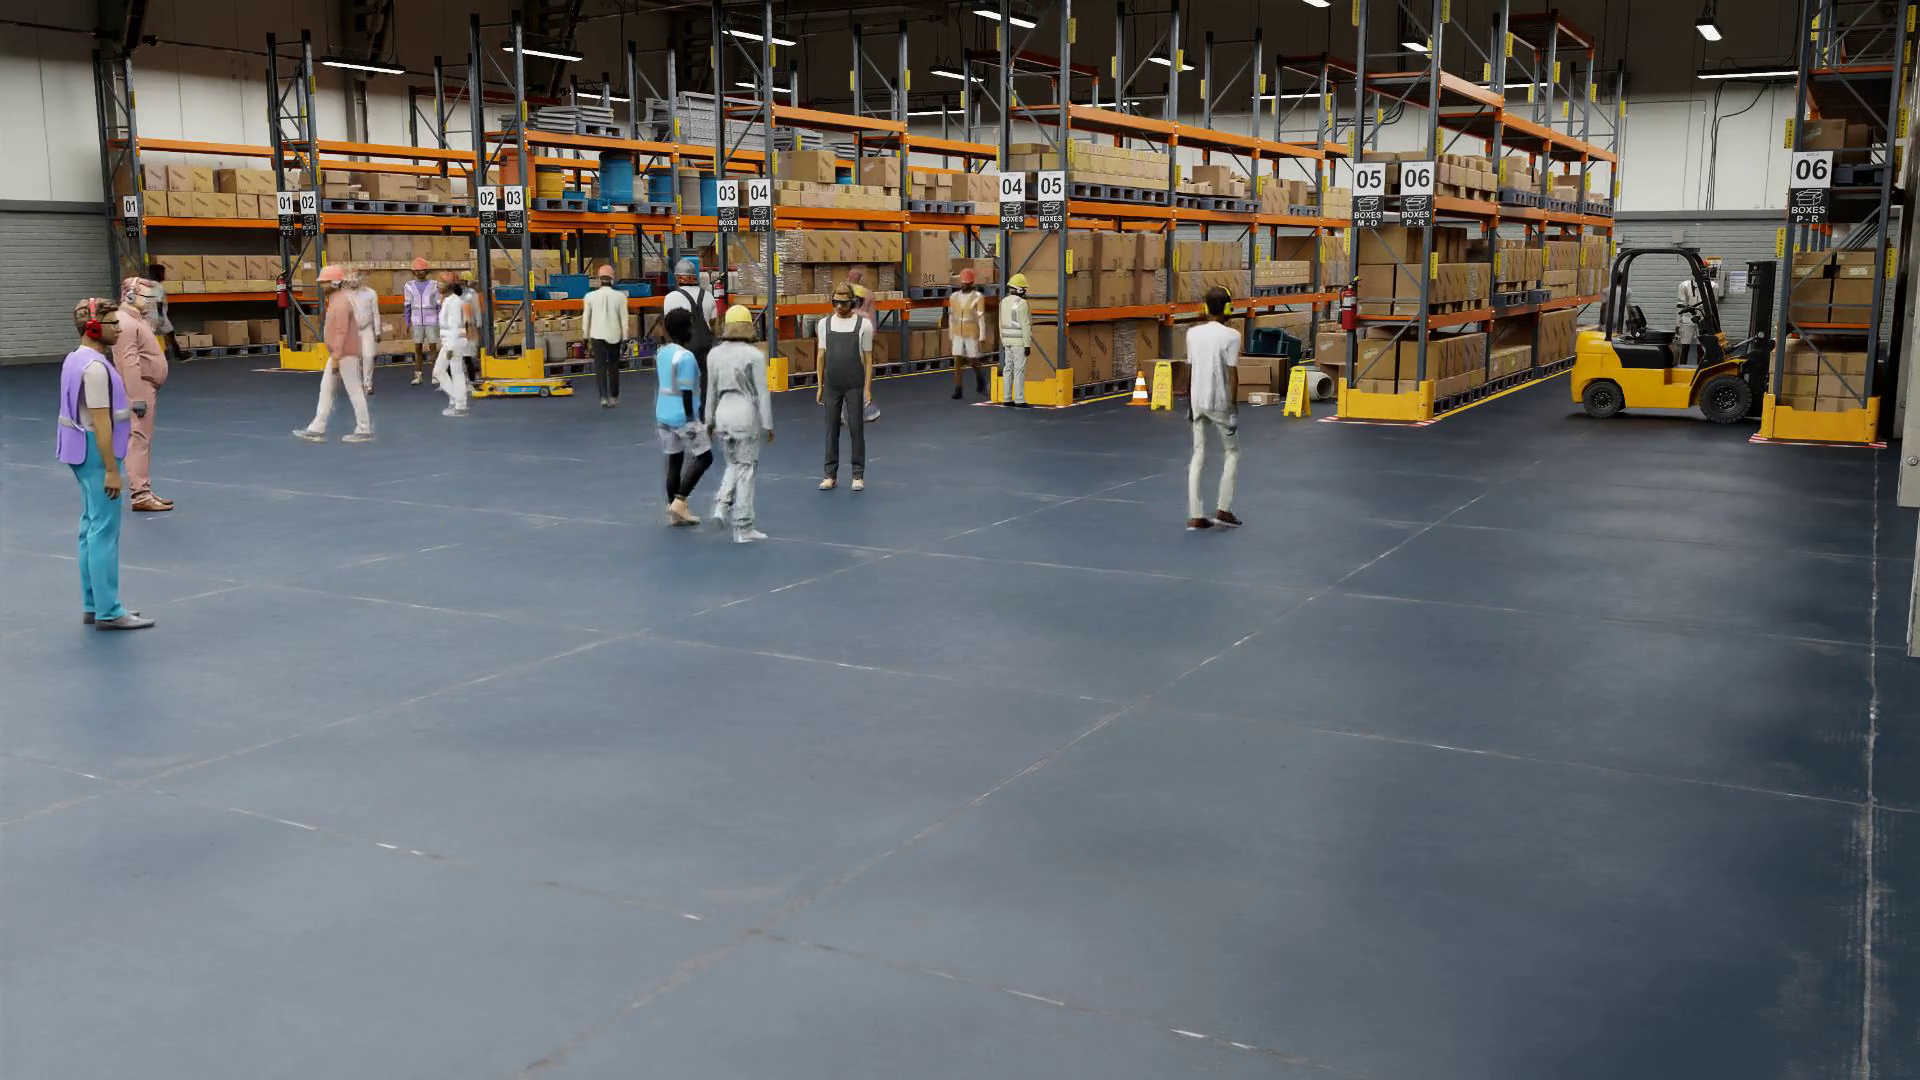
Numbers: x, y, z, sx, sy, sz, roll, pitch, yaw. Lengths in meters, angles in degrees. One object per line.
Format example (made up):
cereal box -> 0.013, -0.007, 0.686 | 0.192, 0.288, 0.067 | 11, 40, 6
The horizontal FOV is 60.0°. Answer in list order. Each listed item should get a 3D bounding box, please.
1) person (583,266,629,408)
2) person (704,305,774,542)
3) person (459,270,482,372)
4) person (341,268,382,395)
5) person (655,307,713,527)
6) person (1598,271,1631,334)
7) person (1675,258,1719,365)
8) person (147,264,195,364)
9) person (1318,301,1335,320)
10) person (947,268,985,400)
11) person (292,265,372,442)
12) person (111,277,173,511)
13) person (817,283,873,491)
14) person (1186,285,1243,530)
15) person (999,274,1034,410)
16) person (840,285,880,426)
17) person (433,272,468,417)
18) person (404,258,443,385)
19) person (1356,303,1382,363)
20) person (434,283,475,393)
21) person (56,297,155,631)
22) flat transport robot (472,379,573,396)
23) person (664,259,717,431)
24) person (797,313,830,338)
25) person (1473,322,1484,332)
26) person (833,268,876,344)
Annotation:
person -> -4.893, -2.805, 22.960 | 0.634, 1.947, 1.022 | -2, 10, -9
person -> -1.600, -0.845, 12.120 | 0.566, 1.714, 0.421 | 5, 11, 28
person -> -8.757, -3.864, 29.500 | 0.614, 1.819, 0.523 | 3, 10, 19
person -> -9.013, -3.104, 24.848 | 0.681, 1.885, 0.645 | -3, 10, -17
person -> -2.119, -0.926, 12.675 | 0.362, 1.687, 0.545 | -7, 12, -37
person -> 11.610, -3.852, 29.460 | 0.541, 1.825, 0.989 | 4, 10, 21
person -> 11.716, -3.458, 26.475 | 0.608, 2.044, 0.370 | 4, 11, 24
person -> -15.289, -4.318, 31.879 | 0.630, 1.909, 0.988 | 9, 13, 41
person -> 8.498, -5.309, 38.652 | 0.533, 1.598, 0.907 | -9, 13, -42
person -> 0.114, -3.002, 24.219 | 0.567, 1.909, 0.637 | 4, 11, 23
person -> -6.992, -2.036, 18.373 | 0.905, 1.960, 0.647 | -6, 11, -30
person -> -6.683, -1.186, 13.595 | 0.407, 1.902, 0.639 | -4, 10, -22
person -> -1.024, -1.350, 14.736 | 0.504, 1.840, 0.345 | 1, 10, 8
person -> 1.955, -1.001, 12.655 | 0.554, 1.851, 0.583 | 8, 13, 40
person -> 0.777, -2.684, 22.563 | 0.404, 1.830, 0.602 | -6, 12, -33
person -> -1.304, -2.276, 20.523 | 0.540, 1.716, 0.926 | 3, 10, 18
person -> -6.588, -2.509, 21.422 | 0.453, 1.868, 0.615 | -5, 11, -26
person -> -8.616, -3.502, 26.737 | 0.612, 2.041, 0.394 | -1, 10, -4
person -> 6.696, -3.567, 27.427 | 0.547, 1.938, 0.359 | 5, 11, 29
person -> -7.612, -3.024, 25.039 | 0.542, 1.666, 0.763 | 5, 11, 27
person -> -4.801, -0.418, 9.255 | 0.390, 1.846, 0.564 | -7, 12, -36
flat transport robot -> -6.481, -2.265, 24.675 | 1.431, 0.197, 0.652 | -2, 10, -11
person -> -3.214, -2.265, 19.500 | 0.676, 2.000, 0.536 | -9, 13, -41
person -> -2.596, -3.922, 29.532 | 0.625, 1.931, 0.368 | 0, 10, -2
person -> 10.275, -4.390, 32.348 | 0.641, 1.905, 0.410 | 3, 10, 17
person -> -1.569, -3.097, 24.821 | 0.646, 1.893, 0.442 | 0, 10, 1
